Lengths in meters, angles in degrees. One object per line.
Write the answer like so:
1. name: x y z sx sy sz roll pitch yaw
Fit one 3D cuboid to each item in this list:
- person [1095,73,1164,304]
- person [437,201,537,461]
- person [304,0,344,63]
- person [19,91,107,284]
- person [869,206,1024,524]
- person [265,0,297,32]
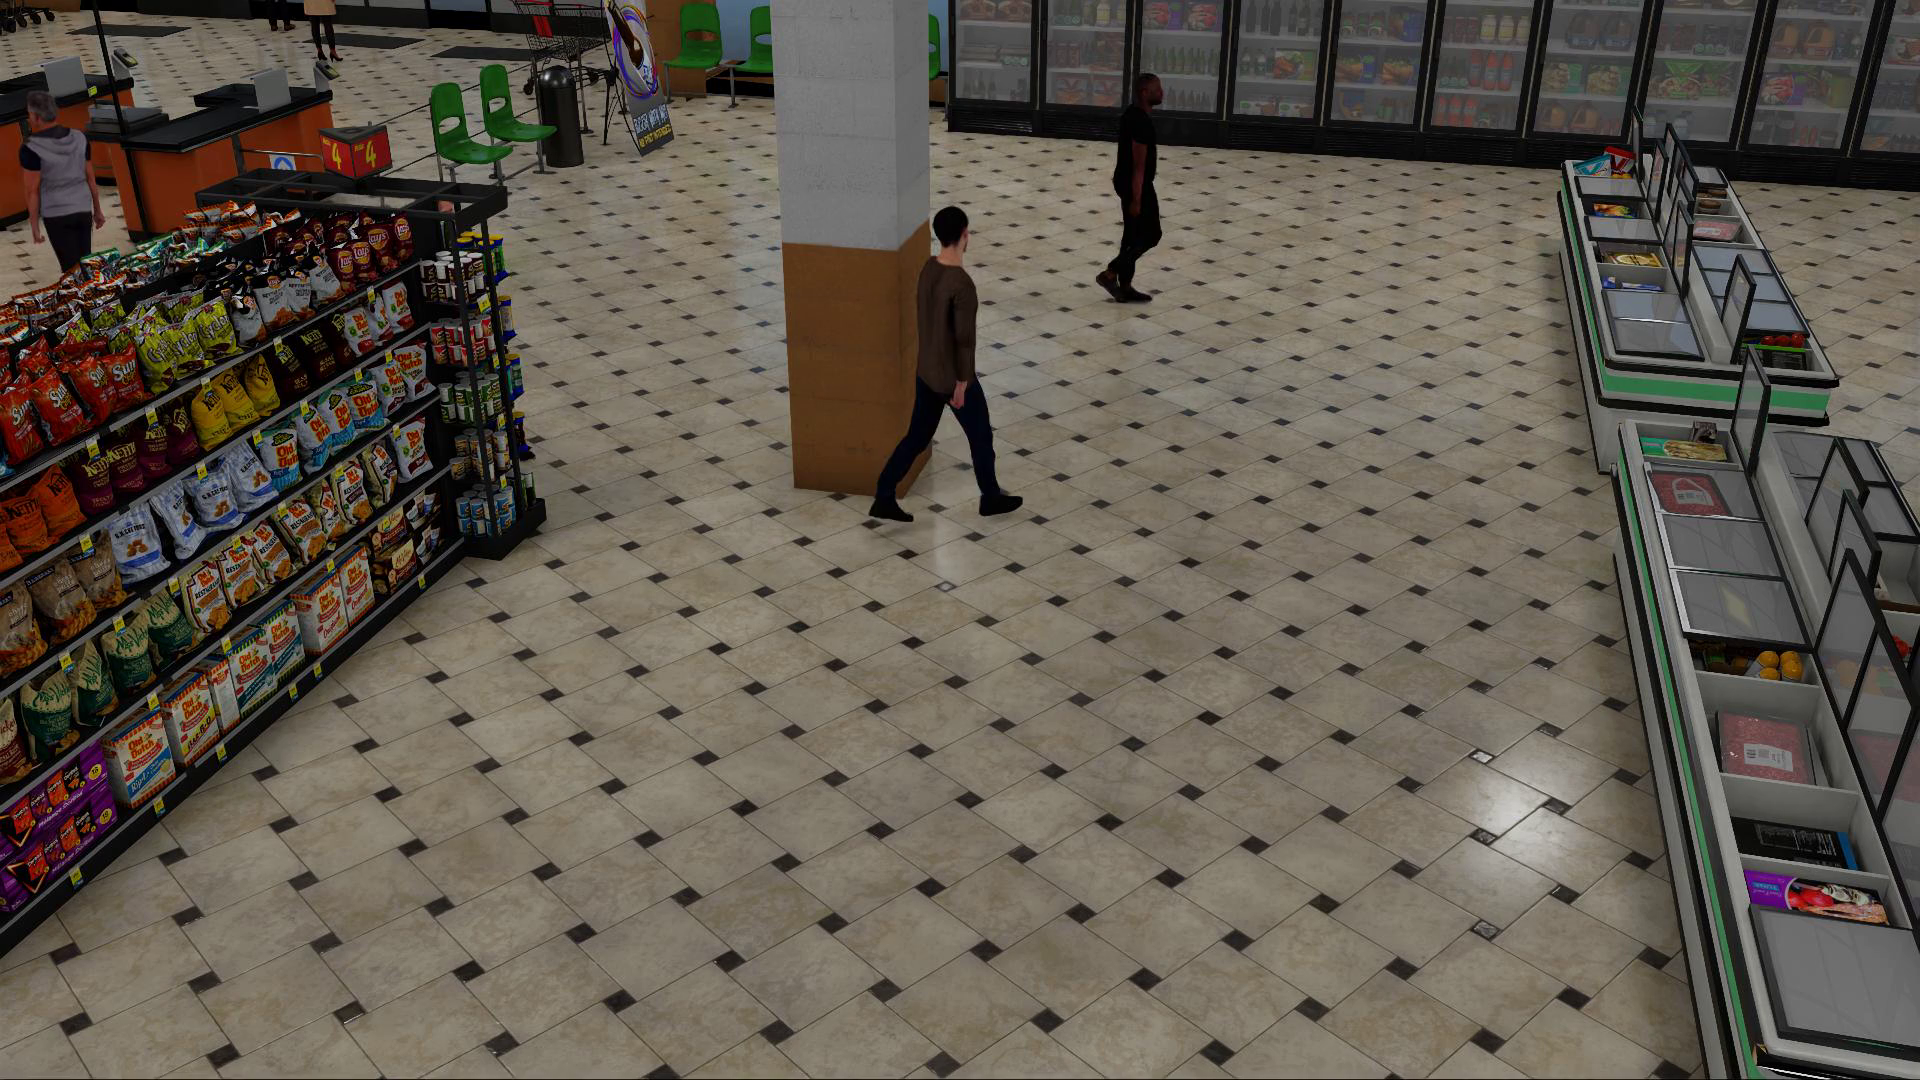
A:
1. person: 1.279 -2.712 12.944 0.844 1.810 0.774 -1 27 -2
2. person: -3.101 -1.281 10.112 0.794 1.818 0.641 7 28 13
3. person: -8.441 -7.150 21.835 0.631 1.682 0.526 8 28 15
4. person: -6.523 -2.364 12.261 0.911 1.806 1.033 13 30 24
5. person: -0.157 -0.909 9.356 1.237 1.837 1.130 -16 31 -29
6. person: -9.916 -8.217 23.889 0.704 1.728 0.681 -4 27 -8
